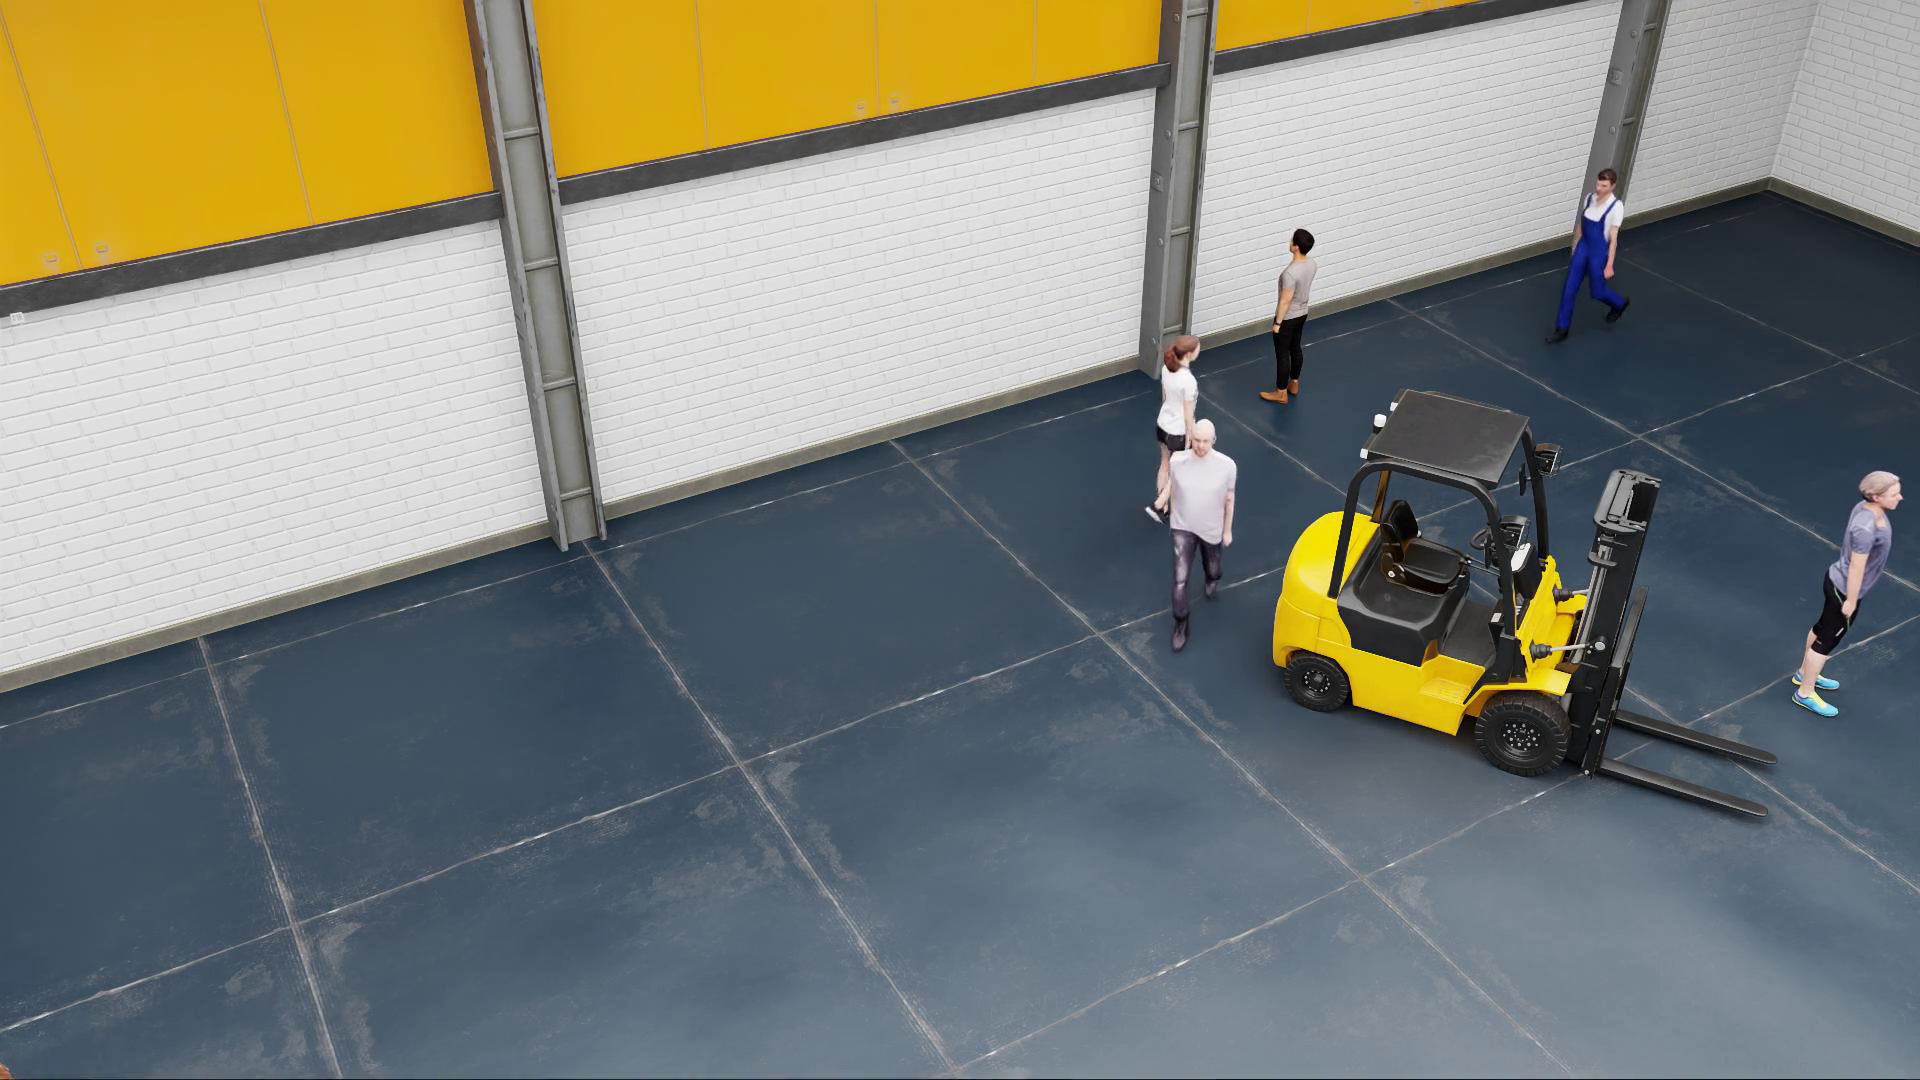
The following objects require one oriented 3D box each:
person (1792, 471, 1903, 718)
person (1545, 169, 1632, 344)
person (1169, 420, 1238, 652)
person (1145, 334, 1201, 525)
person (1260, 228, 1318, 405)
[{"bbox_3d":[6.216,0.337,11.666,0.816,1.888,0.708,17,37,23],"label":"person"},{"bbox_3d":[6.357,-2.828,16.494,1.153,1.815,0.682,-17,37,-23],"label":"person"},{"bbox_3d":[1.809,-0.126,12.443,1.178,1.800,1.230,9,35,13],"label":"person"},{"bbox_3d":[1.697,-0.852,13.591,0.763,1.738,0.652,-25,41,-32],"label":"person"},{"bbox_3d":[3.088,-2.100,15.480,0.726,1.725,0.569,27,42,34],"label":"person"}]
